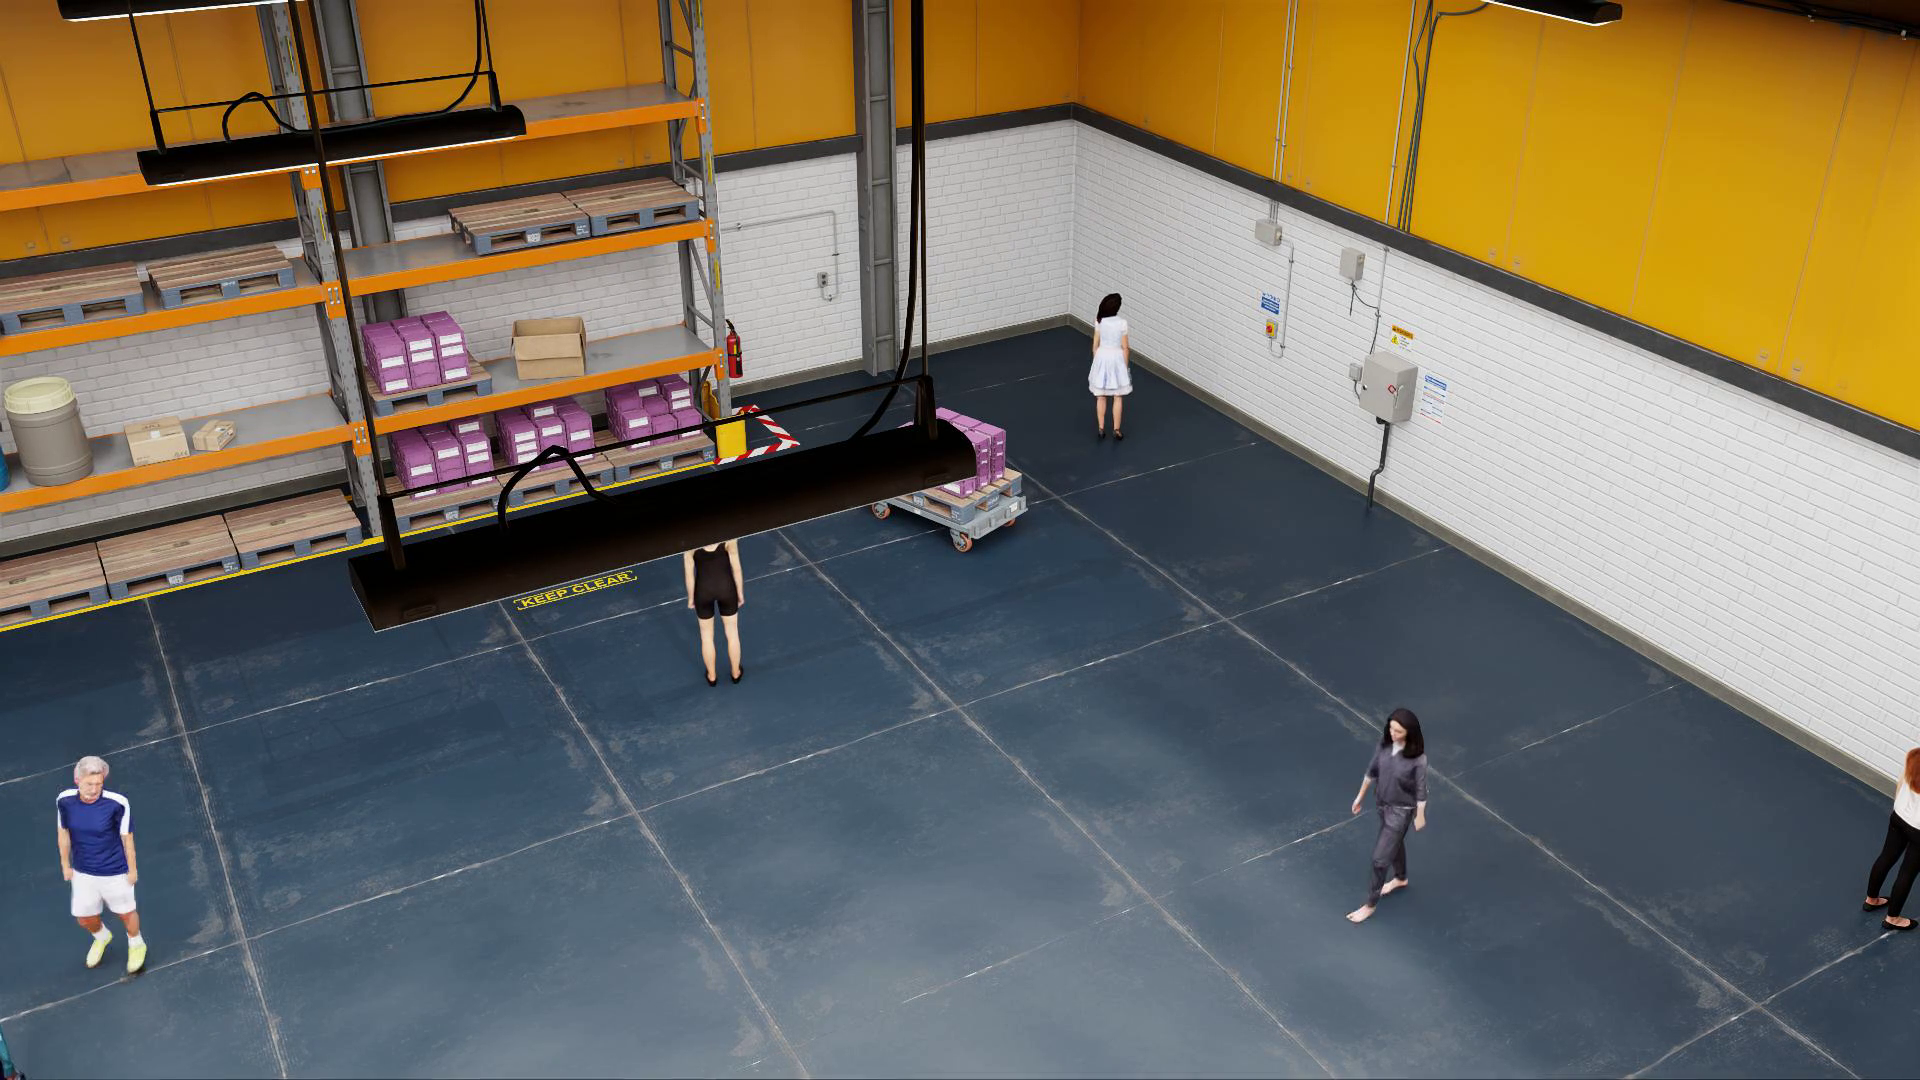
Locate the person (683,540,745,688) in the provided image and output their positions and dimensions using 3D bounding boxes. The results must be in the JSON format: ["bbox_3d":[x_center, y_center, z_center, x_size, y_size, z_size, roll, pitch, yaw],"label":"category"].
[{"bbox_3d":[-2.169,0.481,14.717,0.589,1.813,0.769,-4,29,-7],"label":"person"}]

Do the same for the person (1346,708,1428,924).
[{"bbox_3d":[3.247,1.923,12.157,0.906,1.732,0.608,-14,32,-24],"label":"person"}]

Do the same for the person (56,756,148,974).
[{"bbox_3d":[-5.928,2.252,11.490,0.751,1.794,0.901,5,29,9],"label":"person"}]

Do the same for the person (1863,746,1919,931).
[{"bbox_3d":[6.856,2.042,11.950,0.594,1.722,0.626,-7,29,-12],"label":"person"}]

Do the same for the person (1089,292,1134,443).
[{"bbox_3d":[1.741,-1.985,19.237,0.859,1.813,0.912,8,30,15],"label":"person"}]
